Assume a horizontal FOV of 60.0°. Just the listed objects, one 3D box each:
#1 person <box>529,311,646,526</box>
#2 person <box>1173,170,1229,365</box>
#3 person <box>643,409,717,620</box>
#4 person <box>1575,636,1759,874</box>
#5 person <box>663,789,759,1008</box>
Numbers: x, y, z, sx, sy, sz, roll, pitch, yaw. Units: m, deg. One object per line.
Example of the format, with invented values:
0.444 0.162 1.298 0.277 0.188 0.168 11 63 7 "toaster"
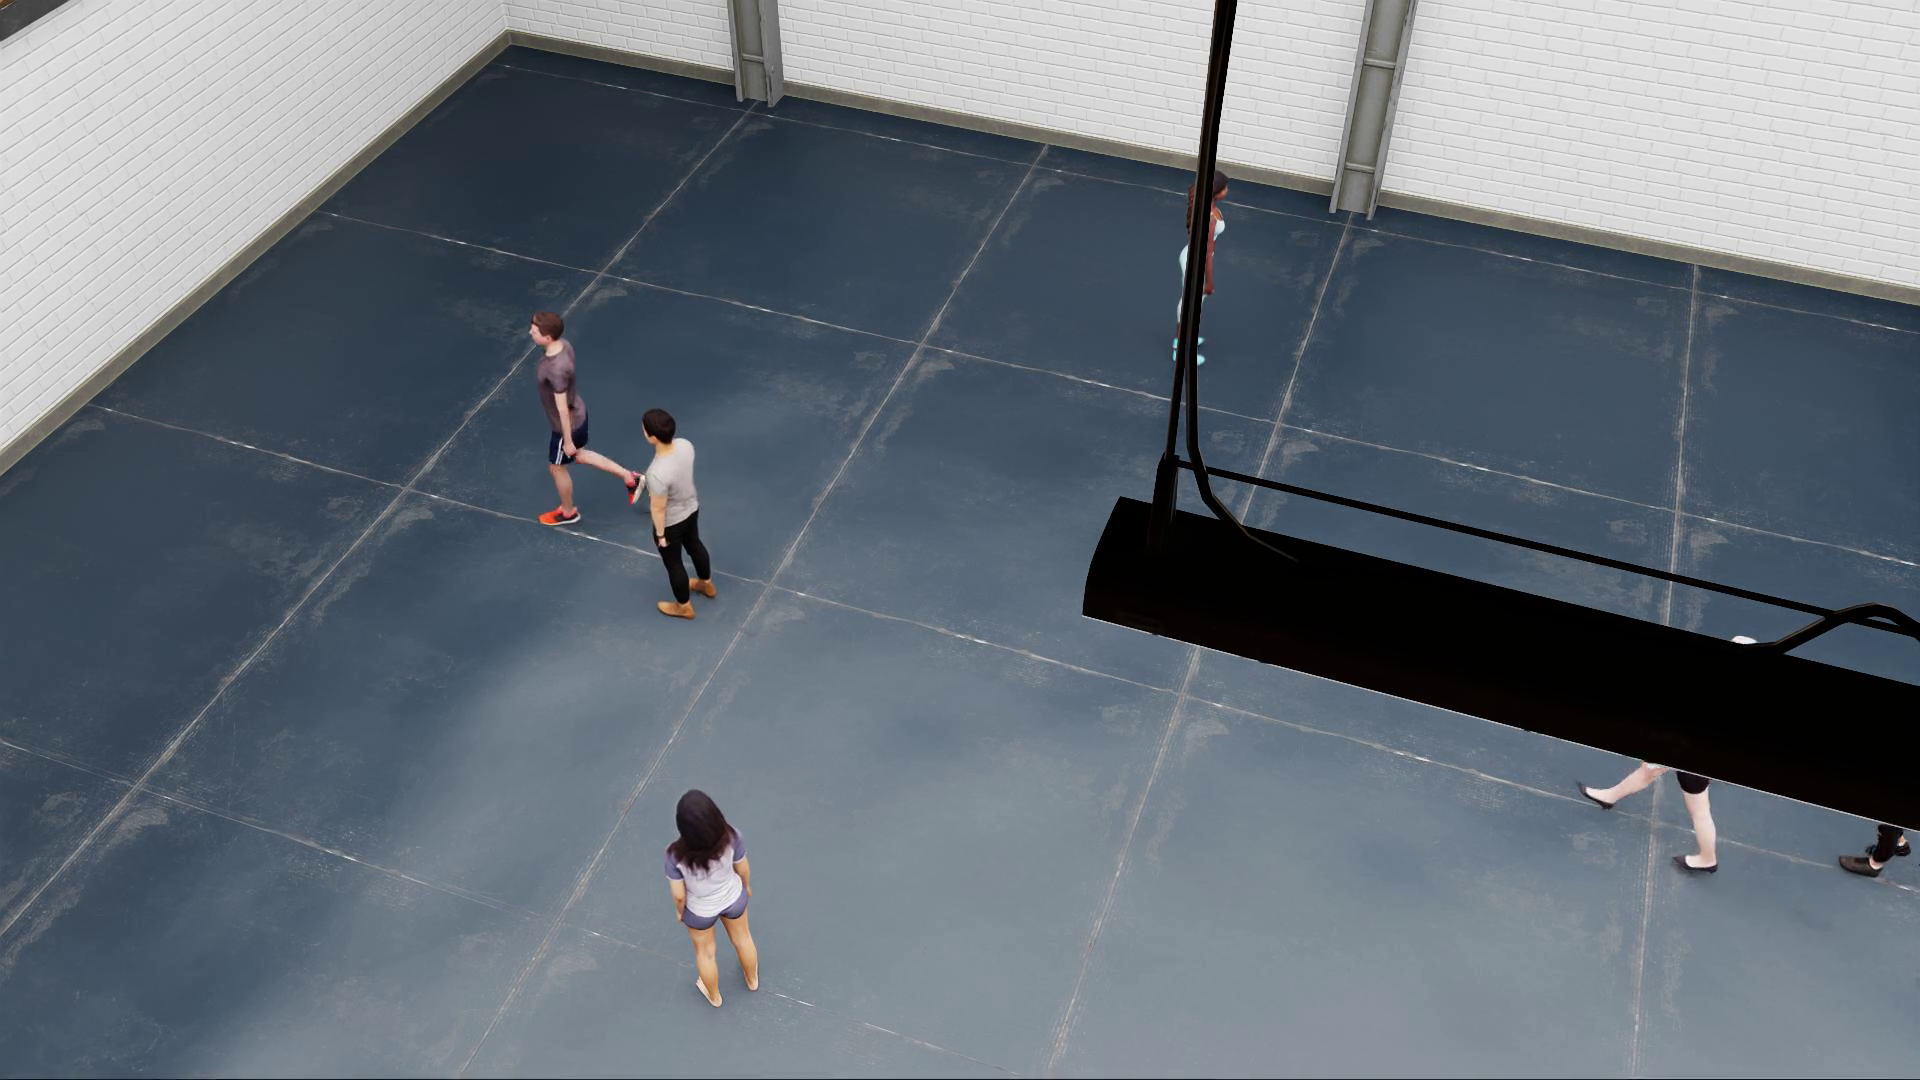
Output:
-2.669 -0.830 11.648 1.157 1.829 0.960 -6 44 -6 "person"
1.865 -2.161 13.120 0.661 1.725 0.645 -4 44 -5 "person"
-1.882 -0.176 11.042 0.571 1.717 0.638 21 47 21 "person"
4.270 1.276 9.470 1.222 1.783 0.853 28 50 26 "person"
-1.312 1.911 8.839 0.653 1.735 0.714 -18 46 -18 "person"
